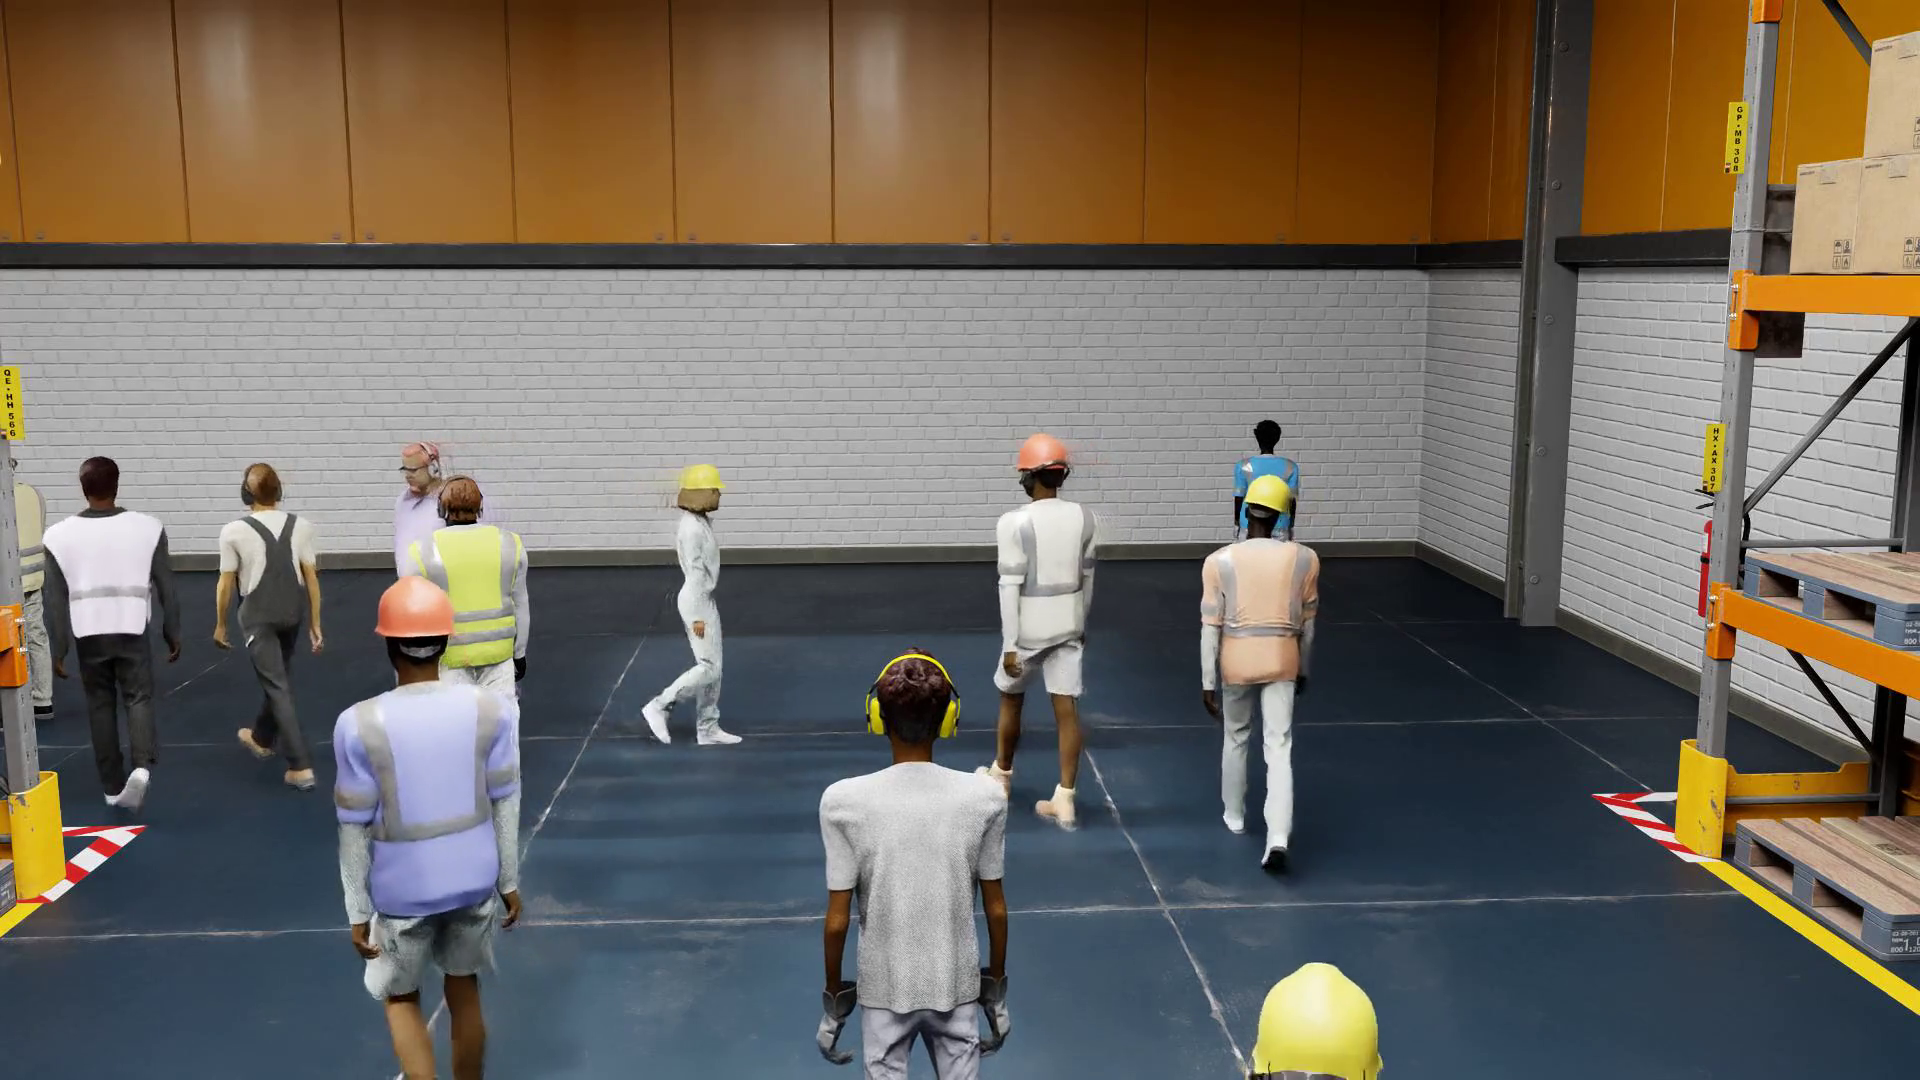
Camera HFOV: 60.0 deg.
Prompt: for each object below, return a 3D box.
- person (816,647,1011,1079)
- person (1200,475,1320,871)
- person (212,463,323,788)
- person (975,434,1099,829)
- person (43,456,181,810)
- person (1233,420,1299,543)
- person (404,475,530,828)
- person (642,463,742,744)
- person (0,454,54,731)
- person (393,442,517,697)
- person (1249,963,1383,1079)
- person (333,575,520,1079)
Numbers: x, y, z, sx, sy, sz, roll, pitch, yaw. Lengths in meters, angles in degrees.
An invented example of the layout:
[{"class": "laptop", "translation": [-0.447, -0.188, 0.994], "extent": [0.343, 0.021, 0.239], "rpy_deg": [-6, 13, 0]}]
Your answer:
[{"class": "person", "translation": [-0.122, 1.209, 4.402], "extent": [0.521, 1.873, 0.335], "rpy_deg": [-1, 9, -6]}, {"class": "person", "translation": [1.461, 0.623, 8.100], "extent": [0.579, 1.877, 0.995], "rpy_deg": [0, 9, 3]}, {"class": "person", "translation": [-3.896, 0.460, 9.370], "extent": [1.018, 1.790, 0.514], "rpy_deg": [8, 12, 41]}, {"class": "person", "translation": [0.387, 0.444, 8.748], "extent": [0.632, 2.008, 0.929], "rpy_deg": [-4, 10, -25]}, {"class": "person", "translation": [-4.446, 0.509, 8.761], "extent": [0.634, 1.890, 0.709], "rpy_deg": [-4, 10, -25]}, {"class": "person", "translation": [2.433, -0.112, 13.264], "extent": [0.530, 1.689, 0.321], "rpy_deg": [0, 9, 0]}, {"class": "person", "translation": [-2.478, 0.590, 8.379], "extent": [0.621, 1.845, 0.429], "rpy_deg": [-6, 11, -32]}, {"class": "person", "translation": [-1.592, 0.402, 9.907], "extent": [0.484, 1.724, 0.496], "rpy_deg": [0, 9, -2]}, {"class": "person", "translation": [-5.944, 0.280, 10.387], "extent": [0.403, 1.823, 0.586], "rpy_deg": [1, 9, 4]}, {"class": "person", "translation": [-3.120, 0.318, 10.052], "extent": [0.648, 1.863, 0.937], "rpy_deg": [5, 10, 28]}, {"class": "person", "translation": [0.523, 1.557, 2.633], "extent": [0.519, 1.747, 0.667], "rpy_deg": [3, 9, 17]}, {"class": "person", "translation": [-1.609, 1.073, 5.125], "extent": [0.553, 1.922, 0.619], "rpy_deg": [-5, 10, -30]}]
